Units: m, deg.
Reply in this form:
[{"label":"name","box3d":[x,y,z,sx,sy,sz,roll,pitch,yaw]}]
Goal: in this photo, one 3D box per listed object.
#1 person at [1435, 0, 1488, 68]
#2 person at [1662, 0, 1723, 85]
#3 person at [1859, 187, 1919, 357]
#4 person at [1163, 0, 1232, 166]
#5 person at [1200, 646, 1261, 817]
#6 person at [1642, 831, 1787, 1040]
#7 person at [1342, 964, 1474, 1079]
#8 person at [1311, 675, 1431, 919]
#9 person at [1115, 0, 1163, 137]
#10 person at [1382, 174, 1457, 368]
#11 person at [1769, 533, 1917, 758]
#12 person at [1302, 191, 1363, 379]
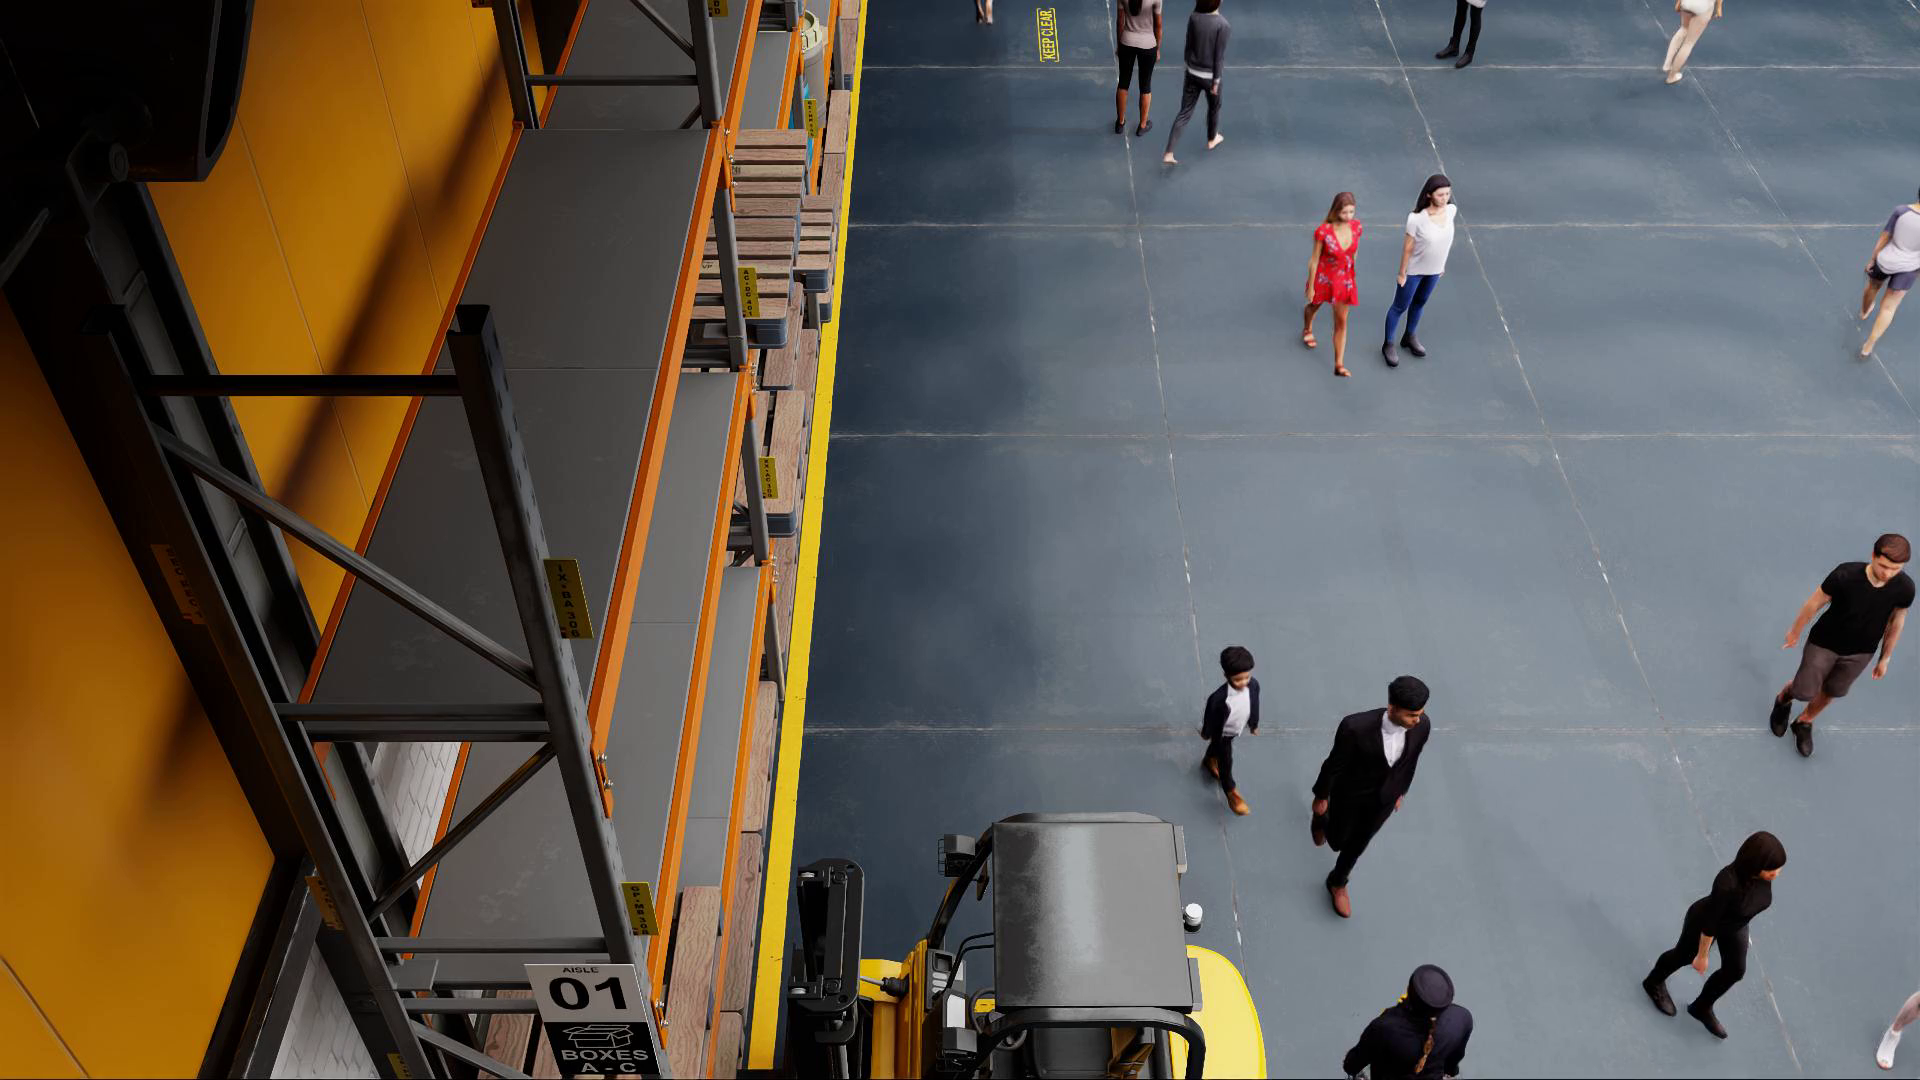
[{"label":"person","box3d":[5.264,-5.724,16.943,0.800,1.803,0.714,-26,49,-25]},{"label":"person","box3d":[7.334,-5.321,16.644,0.728,1.631,0.652,-27,50,-26]},{"label":"person","box3d":[7.572,-2.193,13.442,0.948,1.520,1.110,25,49,24]},{"label":"person","box3d":[2.217,-4.288,15.489,1.030,1.728,1.200,25,49,24]},{"label":"person","box3d":[1.628,1.078,10.238,0.721,1.202,0.873,-20,47,-20]},{"label":"person","box3d":[4.008,2.015,8.950,0.758,1.623,0.836,-19,47,-18]},{"label":"person","box3d":[2.206,2.718,8.188,0.849,1.656,0.973,-10,45,-11]},{"label":"person","box3d":[2.281,1.348,9.479,0.806,1.859,0.953,-4,44,-4]},{"label":"person","box3d":[1.696,-4.714,15.922,0.665,1.748,0.639,12,45,13]},{"label":"person","box3d":[3.678,-2.165,13.293,0.680,1.684,0.673,-19,47,-19]},{"label":"person","box3d":[5.465,0.564,10.311,0.775,1.846,0.732,6,44,6]},{"label":"person","box3d":[2.945,-2.137,13.358,0.715,1.553,1.081,-8,44,-8]}]
